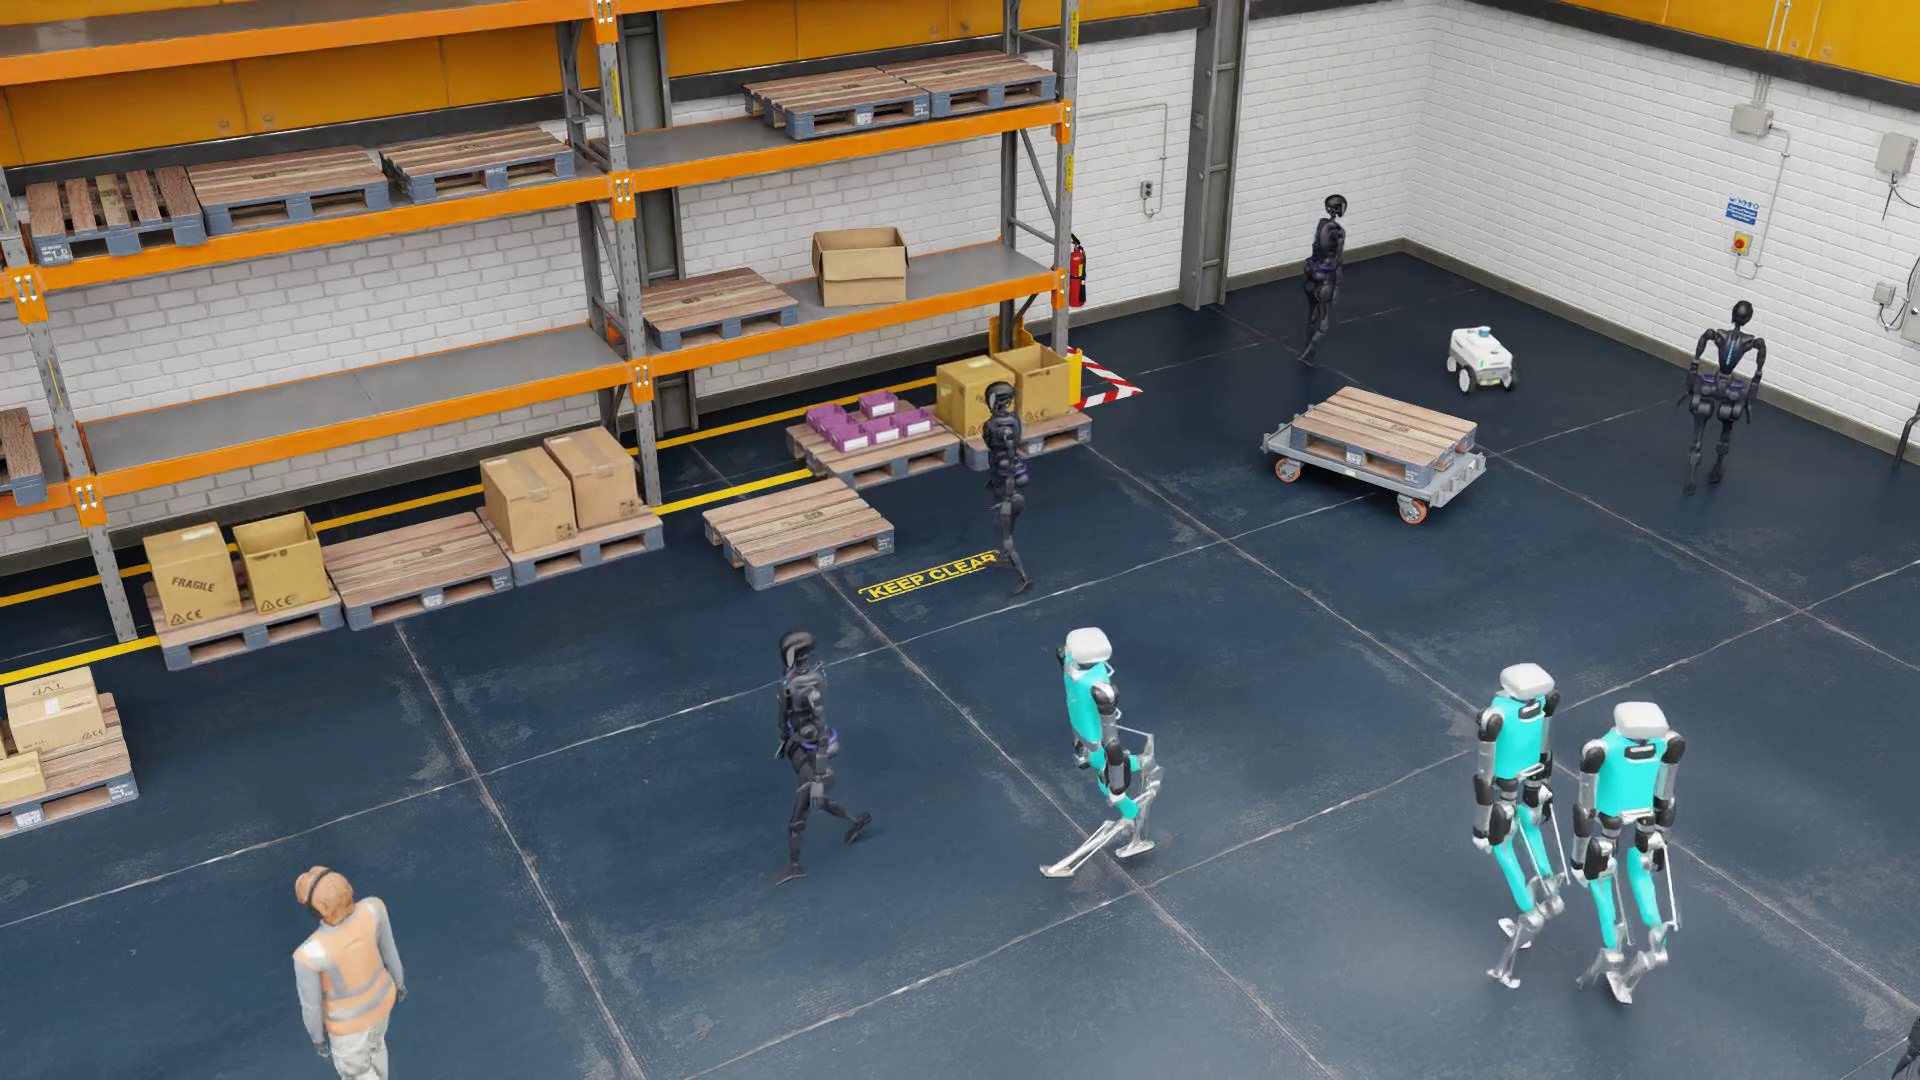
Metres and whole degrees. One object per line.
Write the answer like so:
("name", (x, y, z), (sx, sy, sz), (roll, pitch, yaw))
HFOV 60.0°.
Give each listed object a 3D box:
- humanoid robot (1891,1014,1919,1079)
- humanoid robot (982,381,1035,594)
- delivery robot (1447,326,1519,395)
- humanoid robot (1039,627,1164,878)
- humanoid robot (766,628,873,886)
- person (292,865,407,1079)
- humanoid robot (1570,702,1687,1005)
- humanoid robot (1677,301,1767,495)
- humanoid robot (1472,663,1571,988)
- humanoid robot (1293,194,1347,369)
("humanoid robot", (4.453, 2.389, 7.322), (0.585, 1.646, 0.602), (-19, 34, -29))
("humanoid robot", (0.353, -0.418, 12.273), (0.380, 1.638, 0.592), (-7, 30, -12))
("delivery robot", (4.923, -1.731, 15.735), (0.499, 0.581, 0.774), (-4, 30, -8))
("humanoid robot", (0.902, 1.201, 9.336), (1.011, 1.707, 0.539), (-13, 32, -21))
("humanoid robot", (-0.818, 1.198, 9.462), (0.740, 1.642, 0.593), (-14, 32, -24))
("person", (-2.755, 2.200, 7.715), (0.679, 1.616, 0.519), (16, 33, 26))
("humanoid robot", (3.411, 1.735, 8.437), (0.564, 1.811, 0.726), (-4, 30, -6))
("humanoid robot", (6.253, -1.211, 13.703), (0.583, 1.639, 0.626), (14, 32, 23))
("humanoid robot", (3.040, 1.564, 8.735), (0.530, 1.793, 0.796), (-17, 34, -27))
("humanoid robot", (3.422, -2.495, 15.965), (0.464, 1.647, 0.615), (-7, 30, -12))
